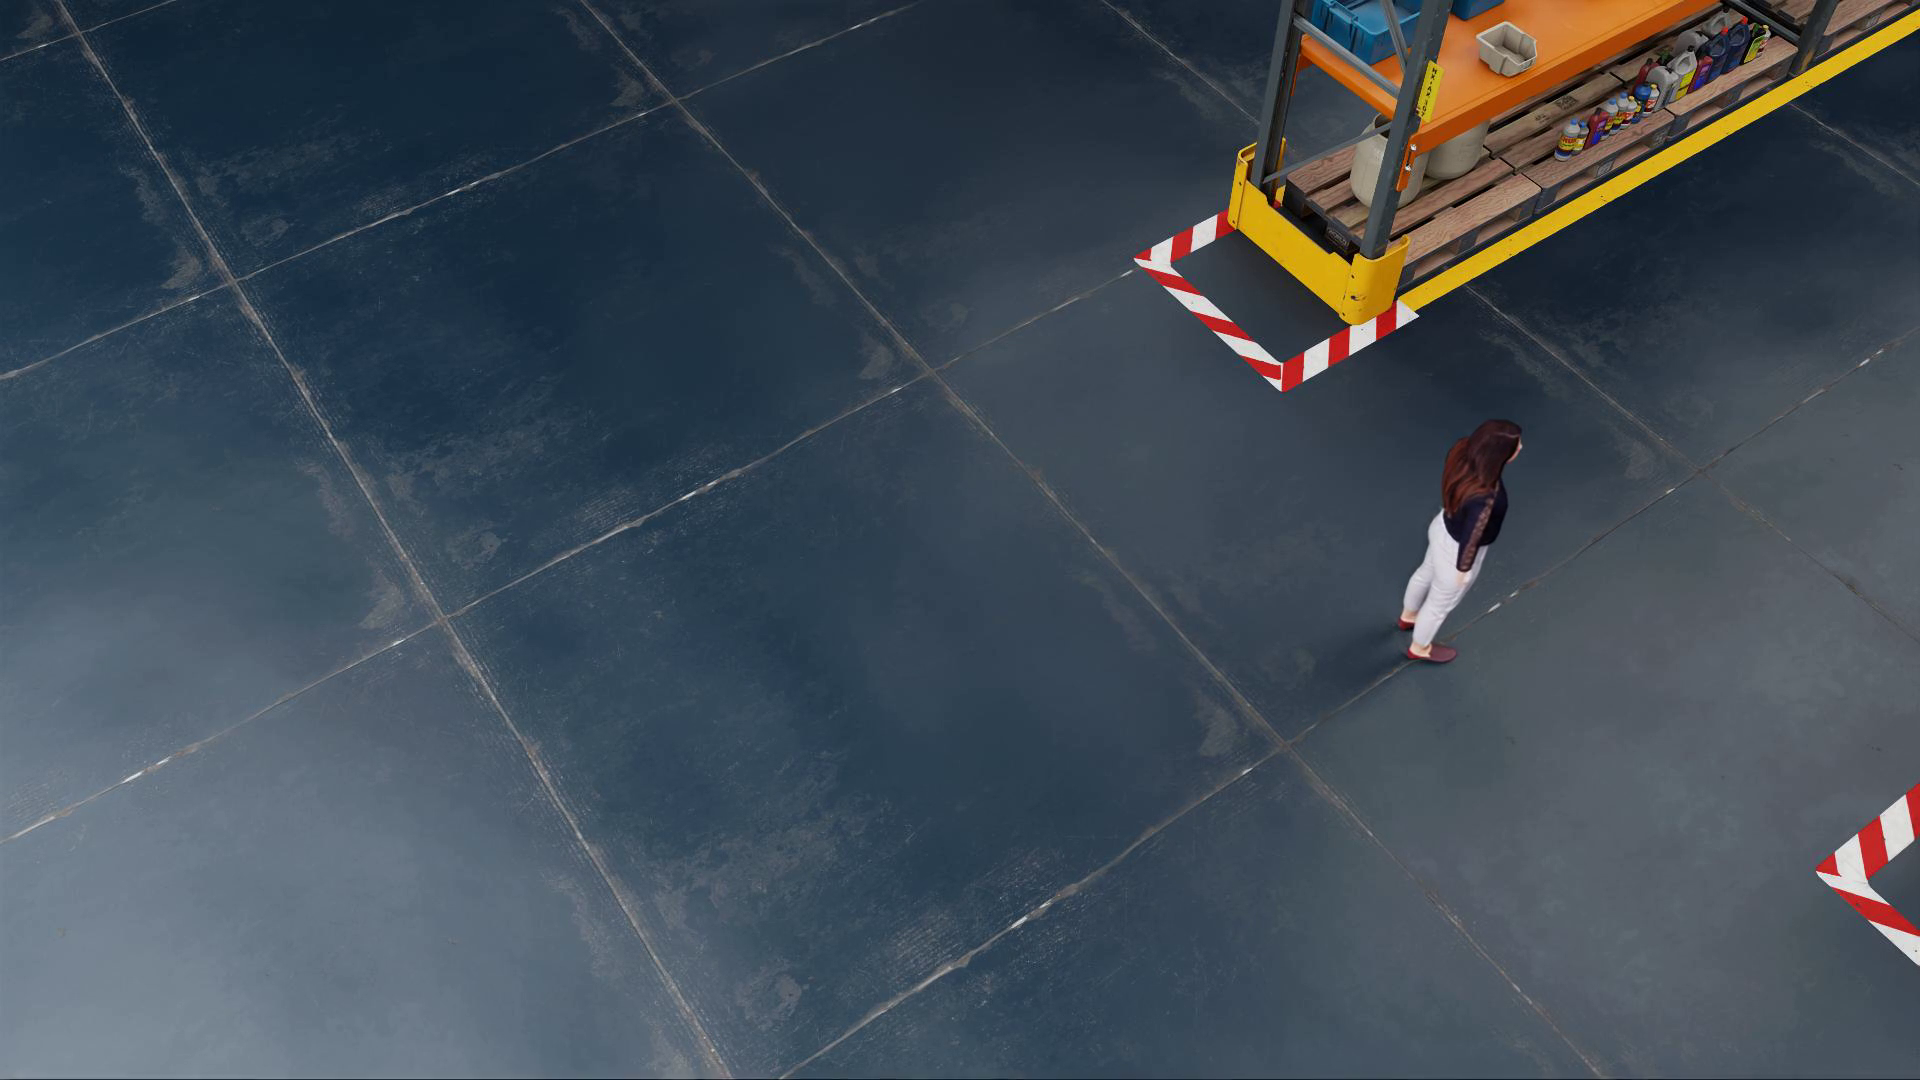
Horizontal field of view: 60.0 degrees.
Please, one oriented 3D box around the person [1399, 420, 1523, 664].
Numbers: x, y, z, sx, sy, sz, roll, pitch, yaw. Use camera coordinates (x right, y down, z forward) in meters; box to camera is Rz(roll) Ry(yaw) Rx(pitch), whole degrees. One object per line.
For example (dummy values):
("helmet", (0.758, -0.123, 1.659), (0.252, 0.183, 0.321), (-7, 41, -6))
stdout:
("person", (2.313, 0.015, 7.699), (0.715, 1.607, 0.678), (2, 52, 2))
